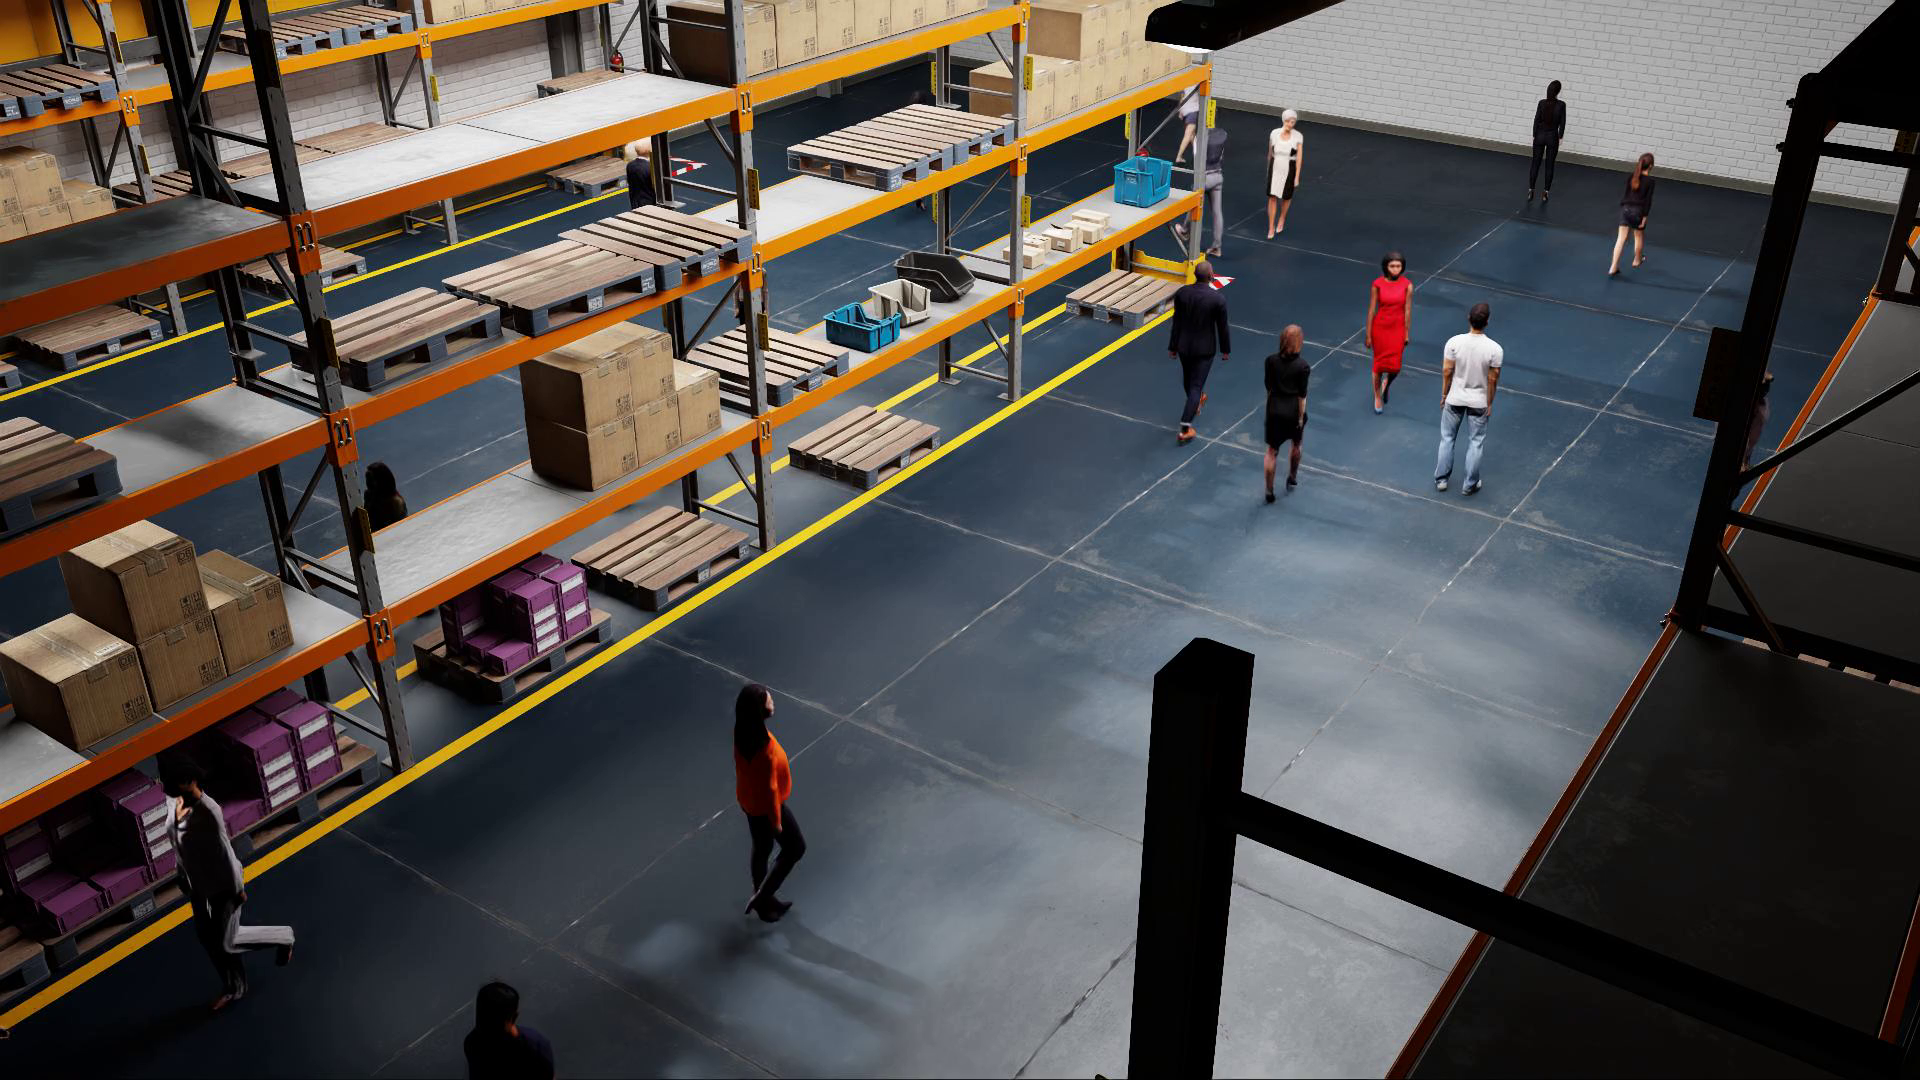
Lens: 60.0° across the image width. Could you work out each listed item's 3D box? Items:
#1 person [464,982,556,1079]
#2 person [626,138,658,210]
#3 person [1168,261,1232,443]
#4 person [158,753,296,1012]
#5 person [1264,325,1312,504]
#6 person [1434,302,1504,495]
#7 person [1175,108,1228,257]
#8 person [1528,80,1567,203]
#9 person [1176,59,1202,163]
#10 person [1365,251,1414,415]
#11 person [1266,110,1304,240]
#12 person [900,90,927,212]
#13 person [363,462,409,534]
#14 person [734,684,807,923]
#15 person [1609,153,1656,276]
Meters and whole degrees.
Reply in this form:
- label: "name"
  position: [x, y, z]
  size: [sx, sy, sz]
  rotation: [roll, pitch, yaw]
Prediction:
- label: "person"
  position: [-2.124, 2.790, 8.008]
  size: [0.686, 1.791, 0.639]
  rotation: [11, 31, 20]
- label: "person"
  position: [-3.858, -4.077, 20.587]
  size: [0.682, 1.800, 0.595]
  rotation: [16, 32, 27]
- label: "person"
  position: [2.314, -1.839, 16.517]
  size: [0.795, 1.769, 1.188]
  rotation: [15, 32, 26]
- label: "person"
  position: [-4.252, 1.921, 9.637]
  size: [0.594, 1.757, 0.778]
  rotation: [18, 33, 29]
- label: "person"
  position: [2.947, -1.108, 15.269]
  size: [0.668, 1.682, 0.851]
  rotation: [14, 32, 24]
- label: "person"
  position: [4.714, -1.311, 15.448]
  size: [0.712, 1.866, 0.629]
  rotation: [12, 31, 21]
- label: "person"
  position: [3.258, -4.598, 21.443]
  size: [1.247, 1.895, 1.169]
  rotation: [-10, 30, -18]
- label: "person"
  position: [8.327, -5.666, 23.592]
  size: [0.600, 1.712, 0.530]
  rotation: [14, 31, 23]
- label: "person"
  position: [3.489, -6.495, 25.315]
  size: [1.082, 1.517, 0.745]
  rotation: [-22, 36, -35]
- label: "person"
  position: [4.404, -2.152, 17.127]
  size: [0.728, 1.735, 0.774]
  rotation: [5, 29, 9]
- label: "person"
  position: [4.313, -4.898, 22.183]
  size: [0.788, 1.712, 1.015]
  rotation: [12, 31, 21]
- label: "person"
  position: [-0.649, -5.320, 22.967]
  size: [0.730, 1.703, 0.876]
  rotation: [13, 31, 23]
- label: "person"
  position: [-4.547, 0.018, 13.454]
  size: [0.615, 1.443, 1.010]
  rotation: [21, 35, 33]
- label: "person"
  position: [-1.267, 1.652, 10.148]
  size: [0.763, 1.739, 0.735]
  rotation: [-15, 32, -26]
- label: "person"
  position: [8.409, -4.059, 20.847]
  size: [0.646, 1.519, 1.068]
  rotation: [24, 37, 37]
